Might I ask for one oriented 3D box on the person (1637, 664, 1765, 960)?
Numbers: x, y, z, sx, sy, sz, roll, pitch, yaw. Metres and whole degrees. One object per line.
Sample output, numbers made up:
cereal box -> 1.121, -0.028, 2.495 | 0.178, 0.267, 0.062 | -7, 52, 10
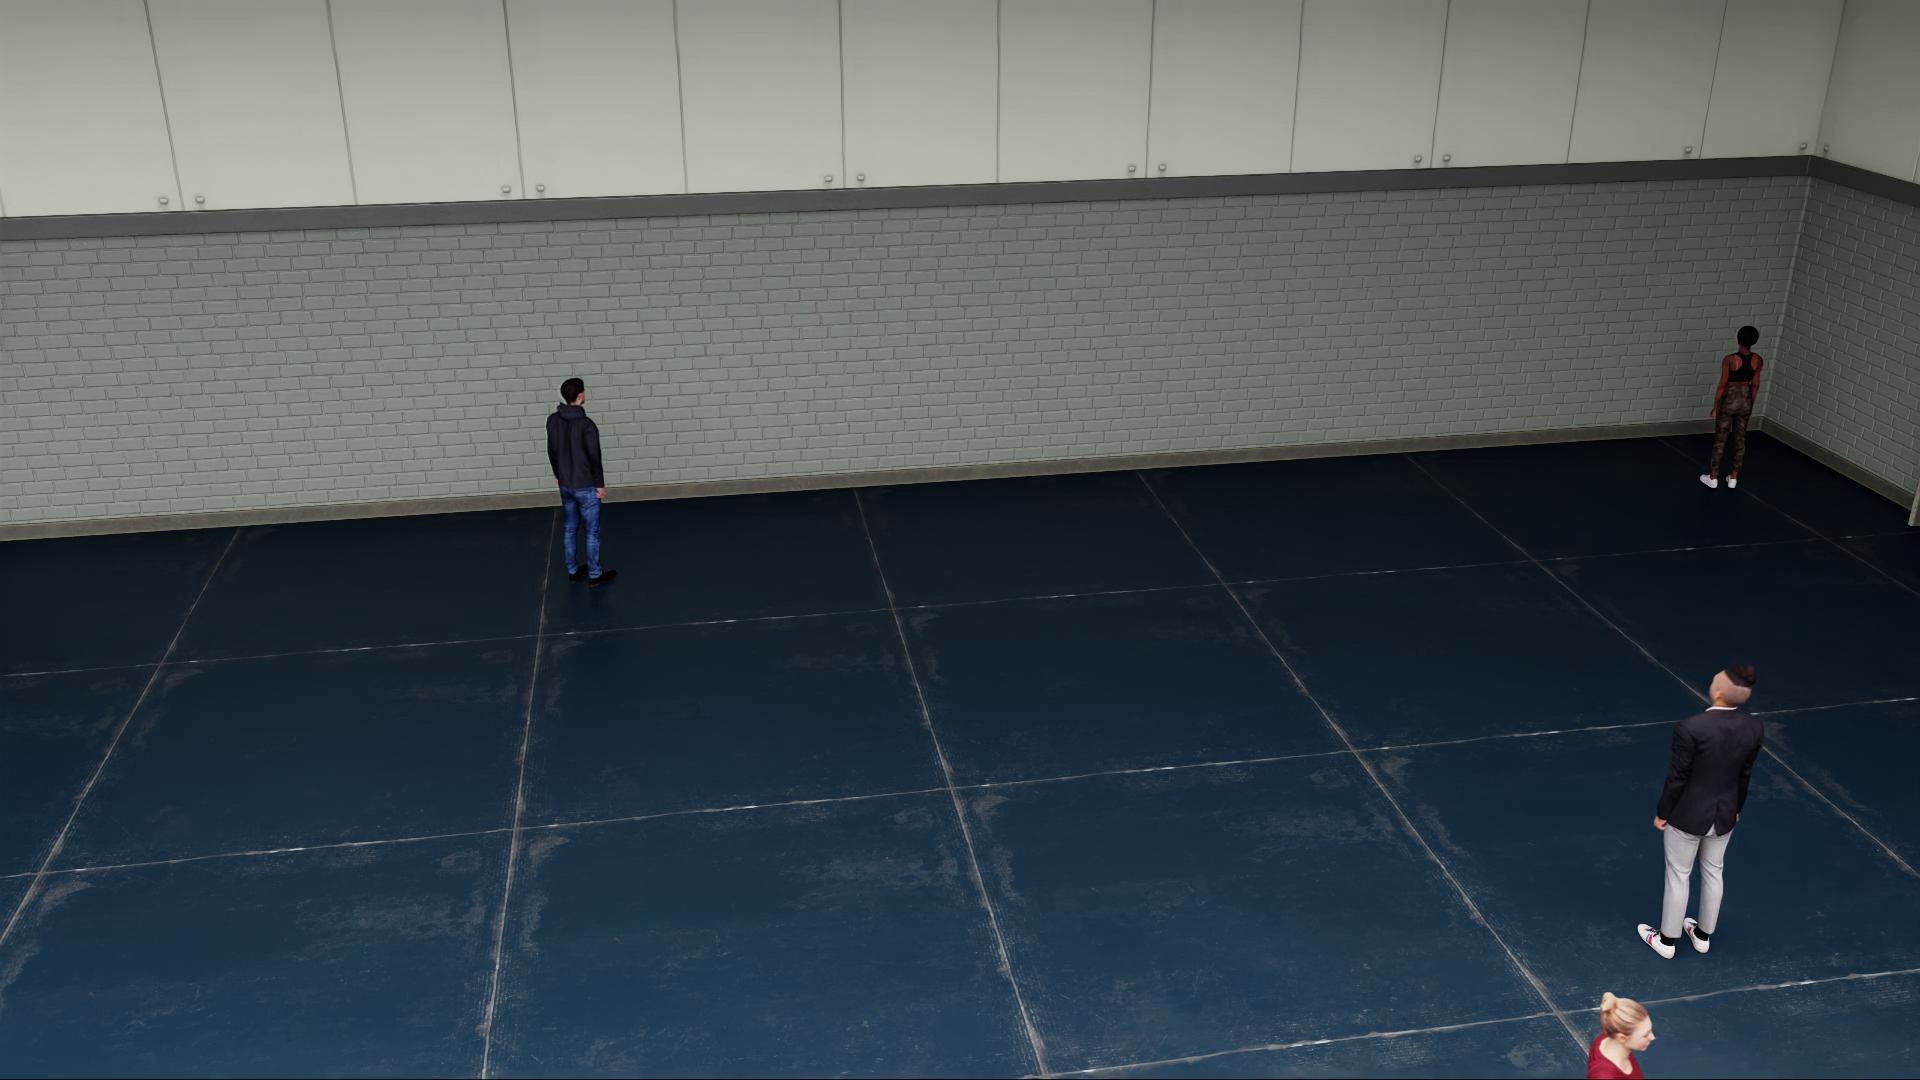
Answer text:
person -> 4.349, 1.562, 9.709 | 0.693, 1.943, 0.573 | -4, 23, -8

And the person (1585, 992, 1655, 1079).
person -> 2.830, 2.712, 7.317 | 0.742, 1.697, 0.605 | 7, 24, 16

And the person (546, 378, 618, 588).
person -> -3.367, -0.508, 14.642 | 0.763, 1.892, 0.779 | 11, 25, 23

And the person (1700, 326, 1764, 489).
person -> 7.865, -1.358, 16.885 | 0.620, 1.700, 0.592 | 1, 23, 2
